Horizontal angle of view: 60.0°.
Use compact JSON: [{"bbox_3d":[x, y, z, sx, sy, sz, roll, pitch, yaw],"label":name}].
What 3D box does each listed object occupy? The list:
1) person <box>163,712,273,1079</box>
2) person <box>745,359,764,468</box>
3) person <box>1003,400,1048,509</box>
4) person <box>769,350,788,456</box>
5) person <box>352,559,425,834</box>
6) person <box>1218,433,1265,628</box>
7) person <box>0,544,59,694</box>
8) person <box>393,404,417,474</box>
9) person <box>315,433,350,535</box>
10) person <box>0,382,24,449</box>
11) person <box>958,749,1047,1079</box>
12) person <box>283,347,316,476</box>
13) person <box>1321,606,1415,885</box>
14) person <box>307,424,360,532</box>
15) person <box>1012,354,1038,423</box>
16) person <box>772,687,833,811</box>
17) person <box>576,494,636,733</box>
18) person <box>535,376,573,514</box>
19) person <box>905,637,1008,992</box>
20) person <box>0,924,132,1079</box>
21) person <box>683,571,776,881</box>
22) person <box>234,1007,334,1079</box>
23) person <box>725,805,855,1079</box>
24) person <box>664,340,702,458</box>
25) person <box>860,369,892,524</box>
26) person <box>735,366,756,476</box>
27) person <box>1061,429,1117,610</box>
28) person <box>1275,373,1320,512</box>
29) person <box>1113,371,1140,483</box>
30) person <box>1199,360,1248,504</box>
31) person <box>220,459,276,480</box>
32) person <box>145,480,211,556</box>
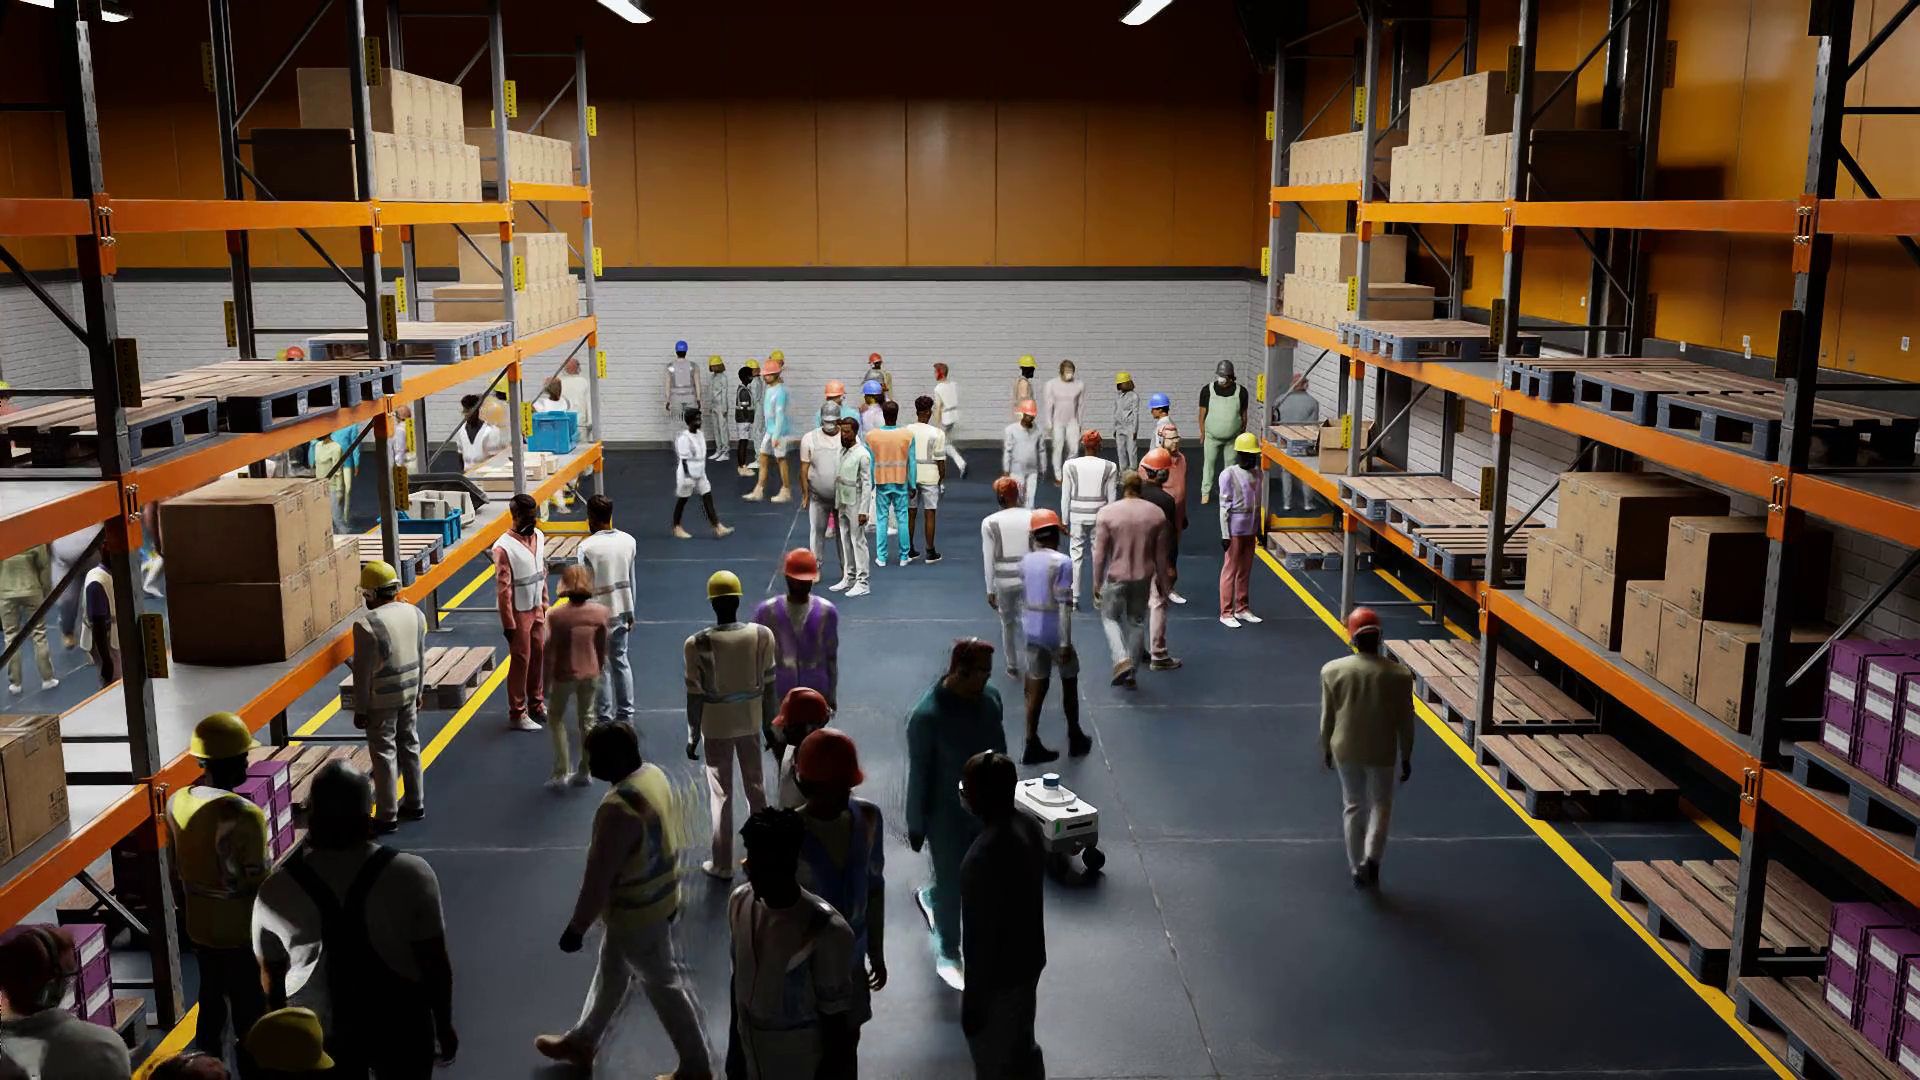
[{"bbox_3d":[-3.226,1.702,7.379,0.585,1.928,0.378,6,13,26],"label":"person"},{"bbox_3d":[-3.282,-2.015,26.505,0.320,1.737,0.485,0,11,1],"label":"person"},{"bbox_3d":[0.829,-0.896,20.860,0.592,1.739,0.357,-4,12,-21],"label":"person"},{"bbox_3d":[-3.050,-2.285,27.780,0.327,1.769,0.525,-2,11,-9],"label":"person"},{"bbox_3d":[-3.794,1.029,11.027,0.403,1.825,0.590,5,12,23],"label":"person"},{"bbox_3d":[2.797,-0.105,16.443,0.585,1.927,0.366,-9,15,-40],"label":"person"},{"bbox_3d":[-8.001,0.497,14.161,0.499,1.634,0.279,-5,12,-24],"label":"person"},{"bbox_3d":[-7.065,-0.924,21.278,0.318,1.639,0.523,-1,11,-5],"label":"person"},{"bbox_3d":[-7.294,-0.575,19.240,0.531,1.760,0.341,10,15,42],"label":"person"},{"bbox_3d":[-13.104,-1.298,22.854,0.560,1.748,0.410,-4,12,-19],"label":"person"},{"bbox_3d":[0.167,1.802,6.896,0.369,1.930,0.624,4,12,19],"label":"person"},{"bbox_3d":[-10.220,-1.999,25.773,0.387,1.991,0.626,-6,13,-26],"label":"person"},{"bbox_3d":[2.459,1.264,10.092,0.568,1.723,0.486,4,12,20],"label":"person"},{"bbox_3d":[-8.013,-0.971,21.286,0.650,1.725,0.497,-3,12,-15],"label":"person"},{"bbox_3d":[0.980,-1.837,25.127,0.379,1.928,0.585,-1,11,-5],"label":"person"},{"bbox_3d":[-0.773,1.589,8.386,0.327,1.752,0.563,-7,13,-33],"label":"person"},{"bbox_3d":[-2.758,0.589,13.028,0.409,1.907,0.598,6,13,29],"label":"person"},{"bbox_3d":[-5.528,-1.309,22.647,0.580,1.867,0.687,-10,15,-42],"label":"person"},{"bbox_3d":[-0.037,1.416,8.930,0.572,1.880,0.673,11,15,43],"label":"person"},{"bbox_3d":[-2.914,2.158,5.225,0.678,1.874,0.671,-3,12,-13],"label":"person"},{"bbox_3d":[-1.418,1.139,10.237,0.590,1.914,0.395,-6,13,-28],"label":"person"},{"bbox_3d":[-2.047,2.255,5.062,0.357,1.749,0.537,-4,12,-19],"label":"person"},{"bbox_3d":[-0.651,1.919,6.220,0.599,1.959,0.368,9,15,40],"label":"person"},{"bbox_3d":[-4.572,-2.318,27.488,0.602,1.948,0.387,-2,11,-11],"label":"person"},{"bbox_3d":[-1.122,-1.225,21.777,0.535,2.000,0.684,-3,12,-14],"label":"person"},{"bbox_3d":[-3.319,-1.839,25.709,0.318,1.698,0.539,-2,11,-10],"label":"person"},{"bbox_3d":[1.322,-0.203,17.070,0.565,1.880,0.358,0,11,1],"label":"person"},{"bbox_3d":[4.600,-1.328,22.666,0.665,1.900,0.452,6,13,30],"label":"person"},{"bbox_3d":[2.432,-1.628,24.581,0.323,1.728,0.489,-9,15,-39],"label":"person"},{"bbox_3d":[3.671,-1.505,23.181,0.675,2.000,0.537,1,11,5],"label":"person"},{"bbox_3d":[-7.272,-0.186,17.088,0.560,1.836,0.394,-10,15,-40],"label":"person"},{"bbox_3d":[-7.475,-0.032,16.080,0.678,1.921,1.004,-5,12,-23],"label":"person"}]
